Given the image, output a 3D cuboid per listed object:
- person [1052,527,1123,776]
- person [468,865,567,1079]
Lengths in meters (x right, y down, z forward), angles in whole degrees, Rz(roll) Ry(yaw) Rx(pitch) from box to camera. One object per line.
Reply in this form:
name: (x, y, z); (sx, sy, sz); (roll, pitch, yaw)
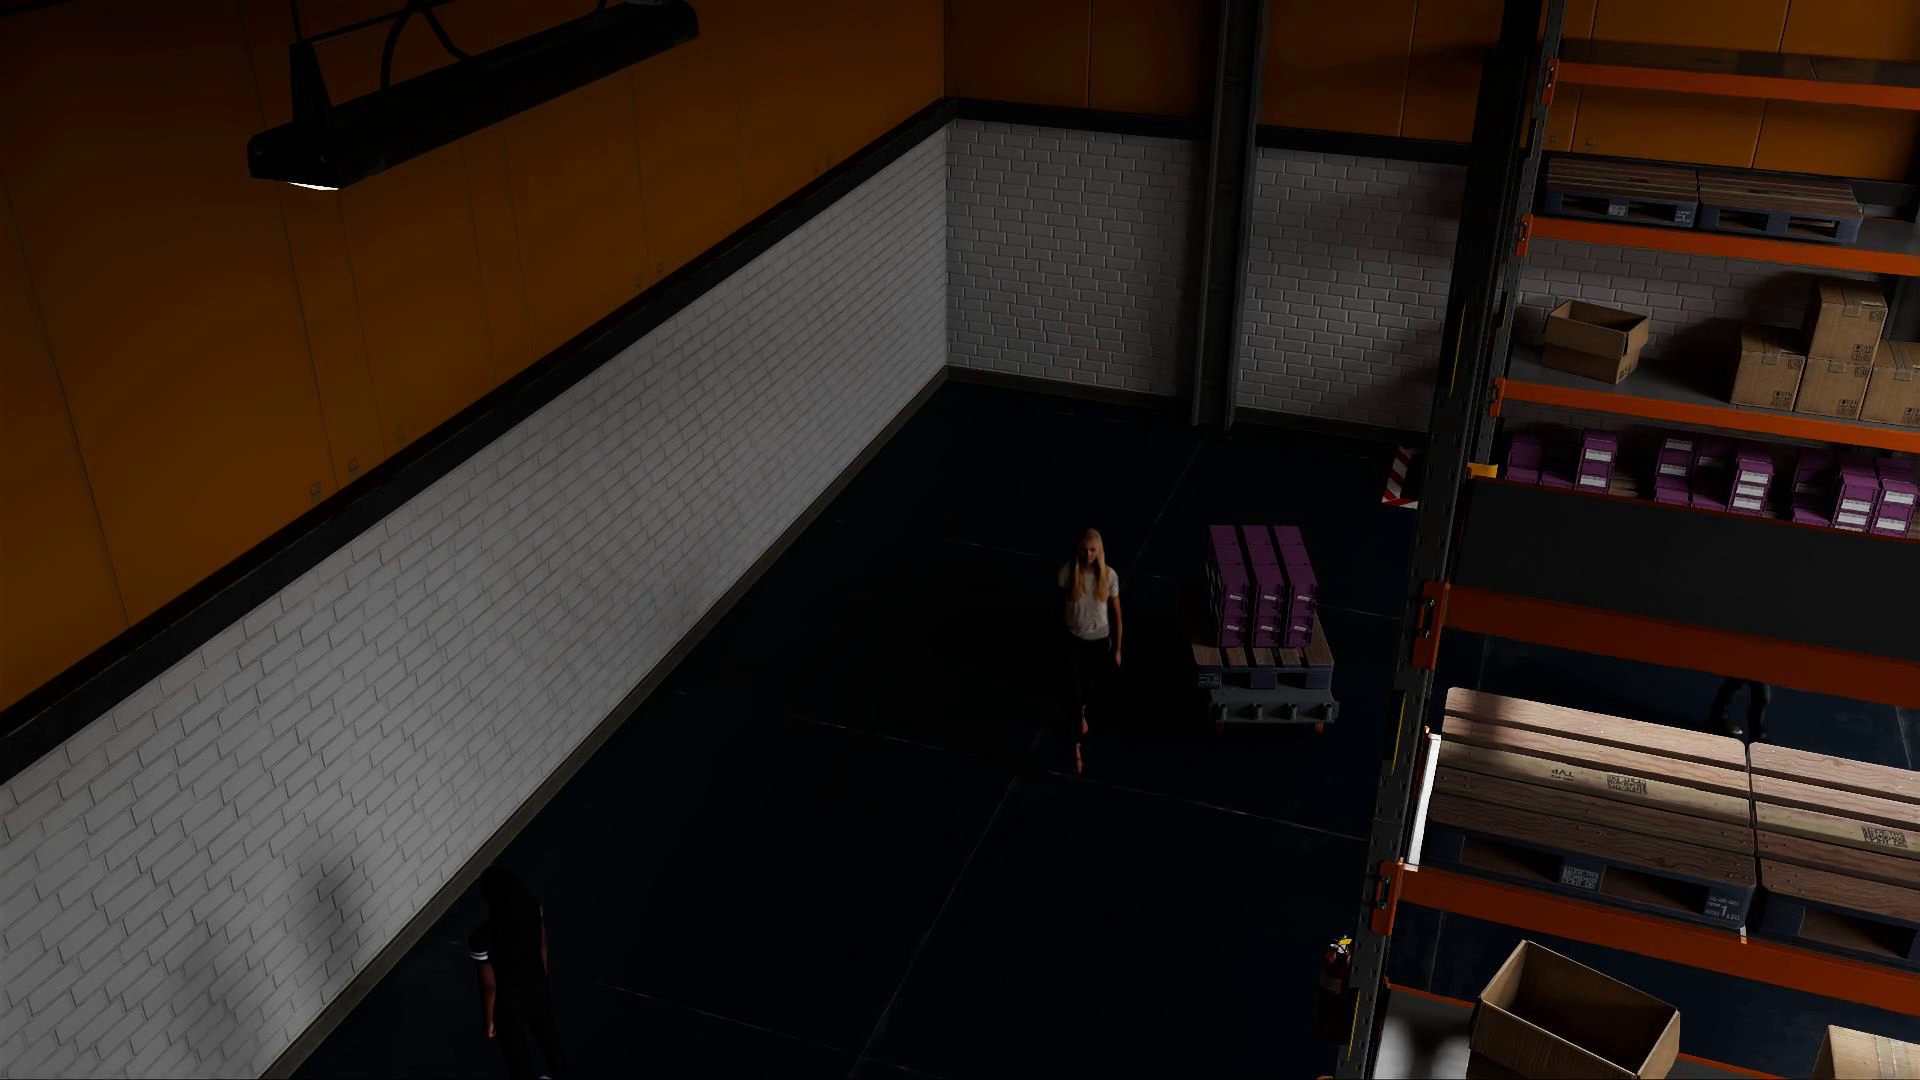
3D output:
person: (0.890, 0.686, 11.806); (1.166, 1.779, 0.954); (1, 29, 1)
person: (-2.315, 2.396, 8.726); (0.664, 1.728, 0.673); (19, 34, 31)
